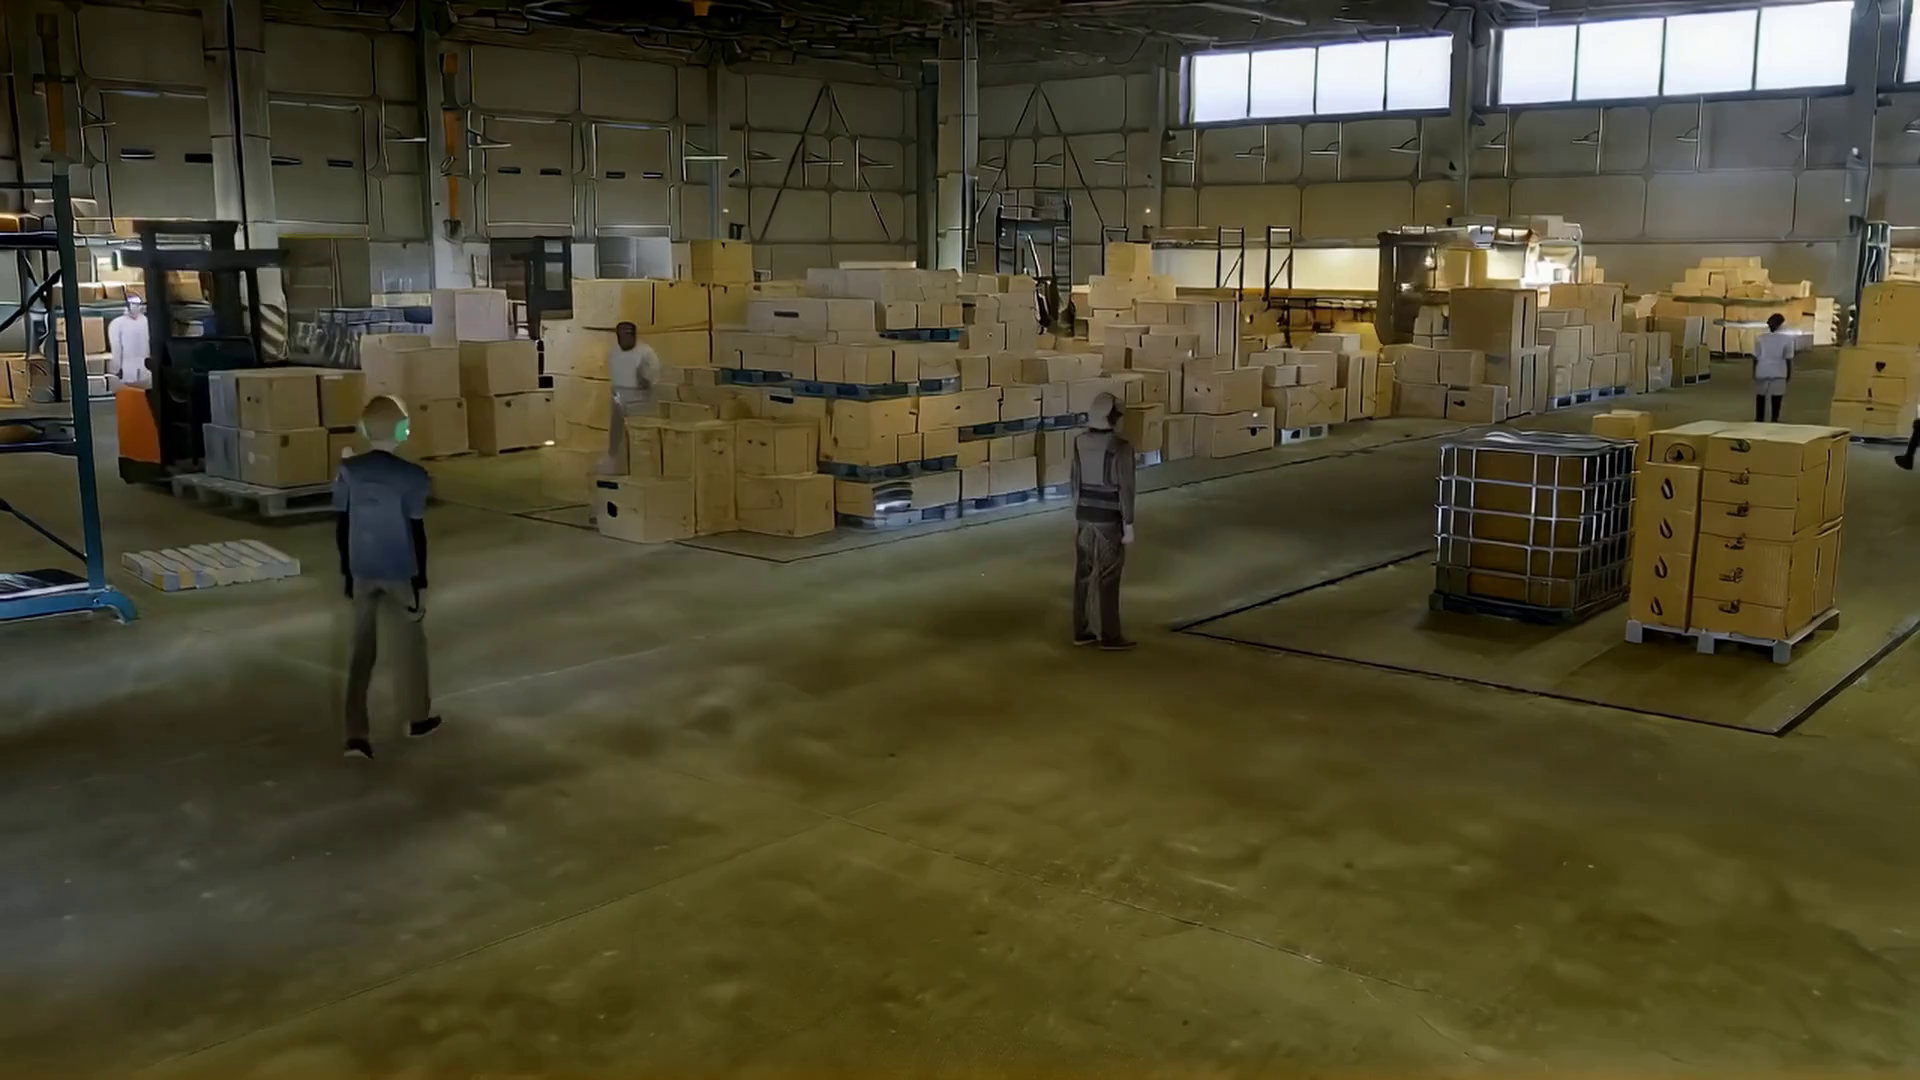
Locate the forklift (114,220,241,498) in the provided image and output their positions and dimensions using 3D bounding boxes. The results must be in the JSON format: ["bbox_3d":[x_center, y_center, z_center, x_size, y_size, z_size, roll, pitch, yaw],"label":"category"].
[{"bbox_3d":[-8.062,-1.958,17.538,1.873,2.768,1.129,8,13,40],"label":"forklift"}]

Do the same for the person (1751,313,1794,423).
[{"bbox_3d":[11.118,-2.276,22.774,0.530,1.666,0.737,4,11,22],"label":"person"}]

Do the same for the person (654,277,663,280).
[{"bbox_3d":[-6.510,-4.725,36.022,0.635,1.928,0.383,-4,11,-23],"label":"person"}]

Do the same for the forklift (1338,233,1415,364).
[{"bbox_3d":[8.302,-4.474,31.864,1.873,2.768,1.129,8,13,40],"label":"forklift"}]

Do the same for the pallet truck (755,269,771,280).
[{"bbox_3d":[-4.996,-6.432,45.525,1.885,1.965,0.823,-6,12,-32],"label":"pallet truck"}]

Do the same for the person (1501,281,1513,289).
[{"bbox_3d":[10.600,-4.041,32.189,0.978,1.892,0.647,-7,12,-35],"label":"person"}]

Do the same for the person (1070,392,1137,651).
[{"bbox_3d":[0.909,-0.118,10.595,0.310,1.638,0.523,-9,13,-41],"label":"person"}]

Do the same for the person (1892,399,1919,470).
[{"bbox_3d":[11.048,-1.693,18.831,0.573,1.892,0.929,-1,10,-7],"label":"person"}]

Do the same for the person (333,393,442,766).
[{"bbox_3d":[-2.906,0.186,8.336,0.529,1.835,0.939,0,10,0],"label":"person"}]

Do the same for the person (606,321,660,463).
[{"bbox_3d":[-3.397,-1.340,17.120,0.646,1.791,0.961,4,11,21],"label":"person"}]

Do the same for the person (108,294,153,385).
[{"bbox_3d":[-11.053,-2.327,22.321,0.372,1.940,0.630,6,12,31],"label":"person"}]

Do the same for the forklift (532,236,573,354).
[{"bbox_3d":[-9.587,-5.788,39.344,1.873,2.768,1.129,8,13,40],"label":"forklift"}]
